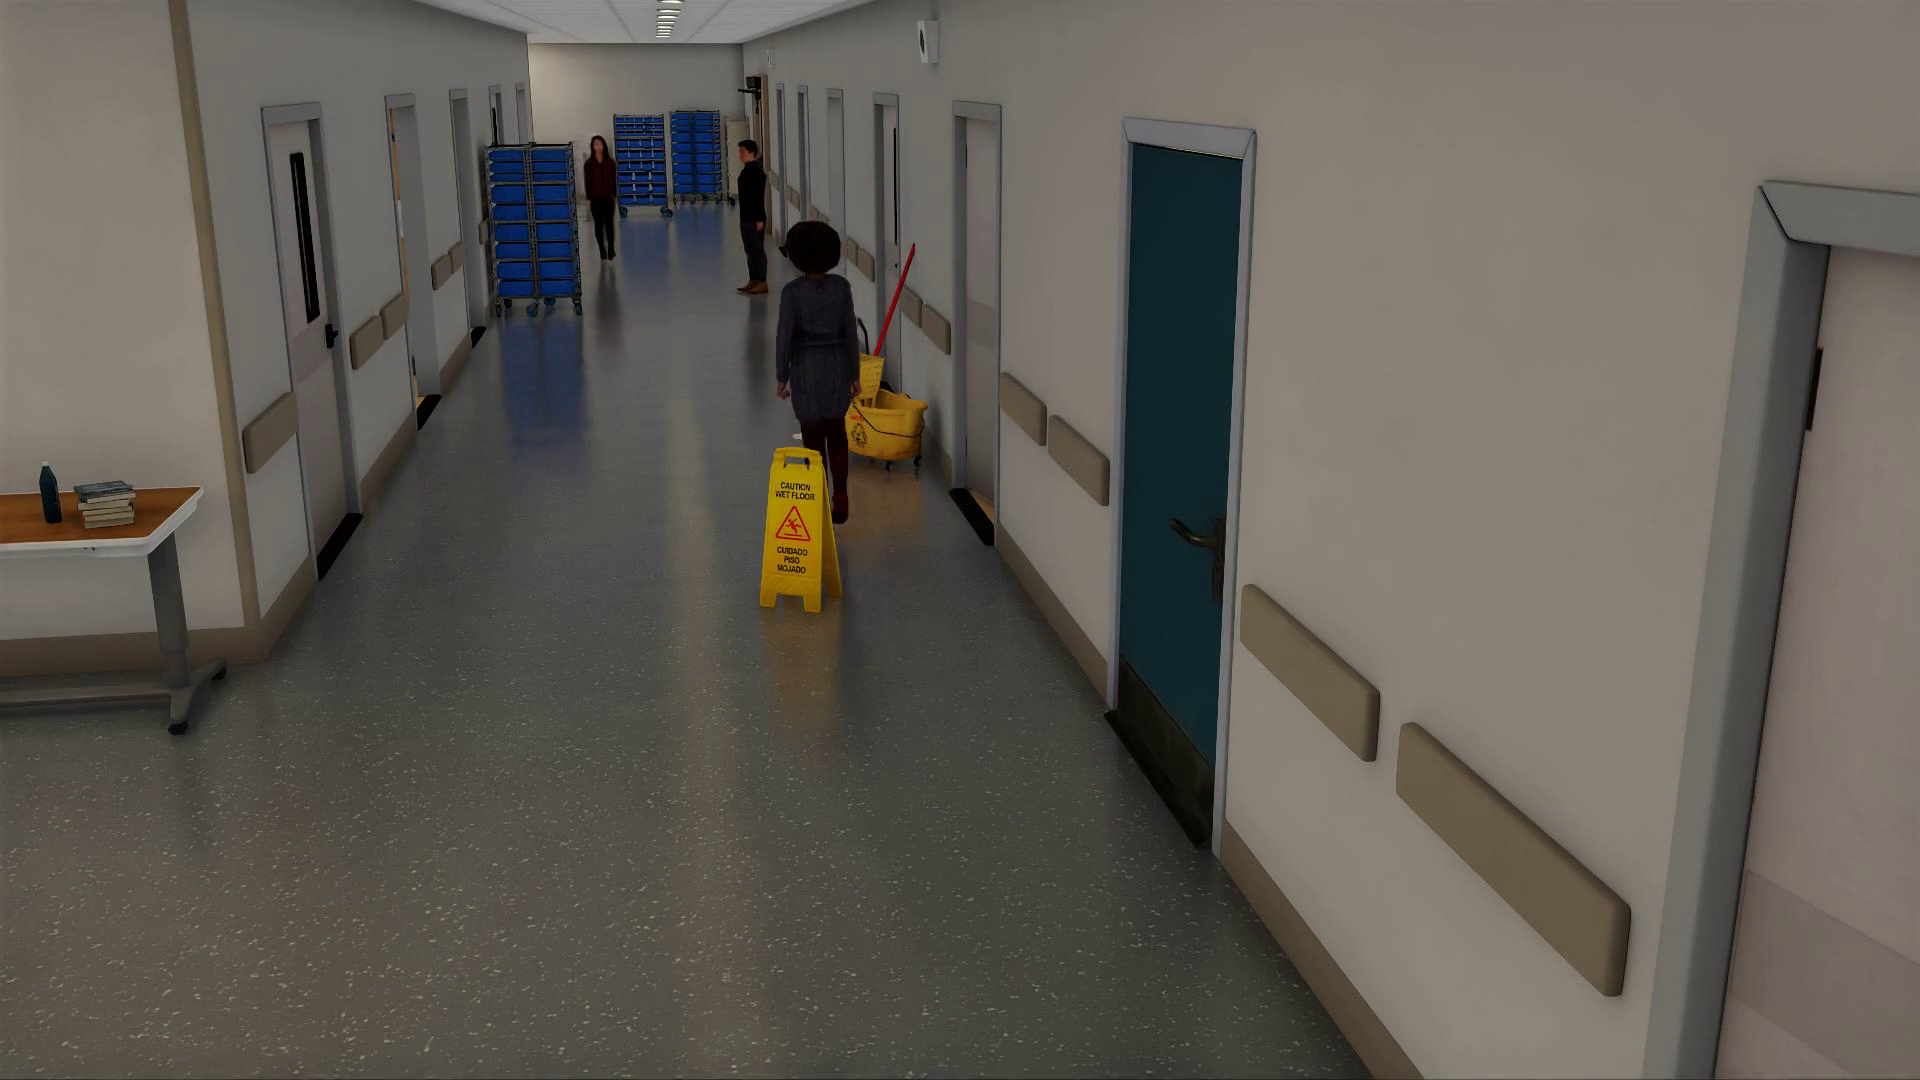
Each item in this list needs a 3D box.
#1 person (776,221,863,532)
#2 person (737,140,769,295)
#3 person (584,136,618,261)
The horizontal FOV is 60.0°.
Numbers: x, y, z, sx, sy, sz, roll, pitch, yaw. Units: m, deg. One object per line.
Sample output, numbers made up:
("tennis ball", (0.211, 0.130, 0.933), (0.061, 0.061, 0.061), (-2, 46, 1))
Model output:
("person", (-0.721, -0.834, 8.912), (0.668, 1.699, 0.690), (-6, 17, -20))
("person", (-2.373, -3.708, 19.064), (0.775, 1.723, 0.628), (-11, 19, -33))
("person", (-4.797, -4.517, 22.127), (0.737, 1.617, 1.086), (-6, 17, -21))
